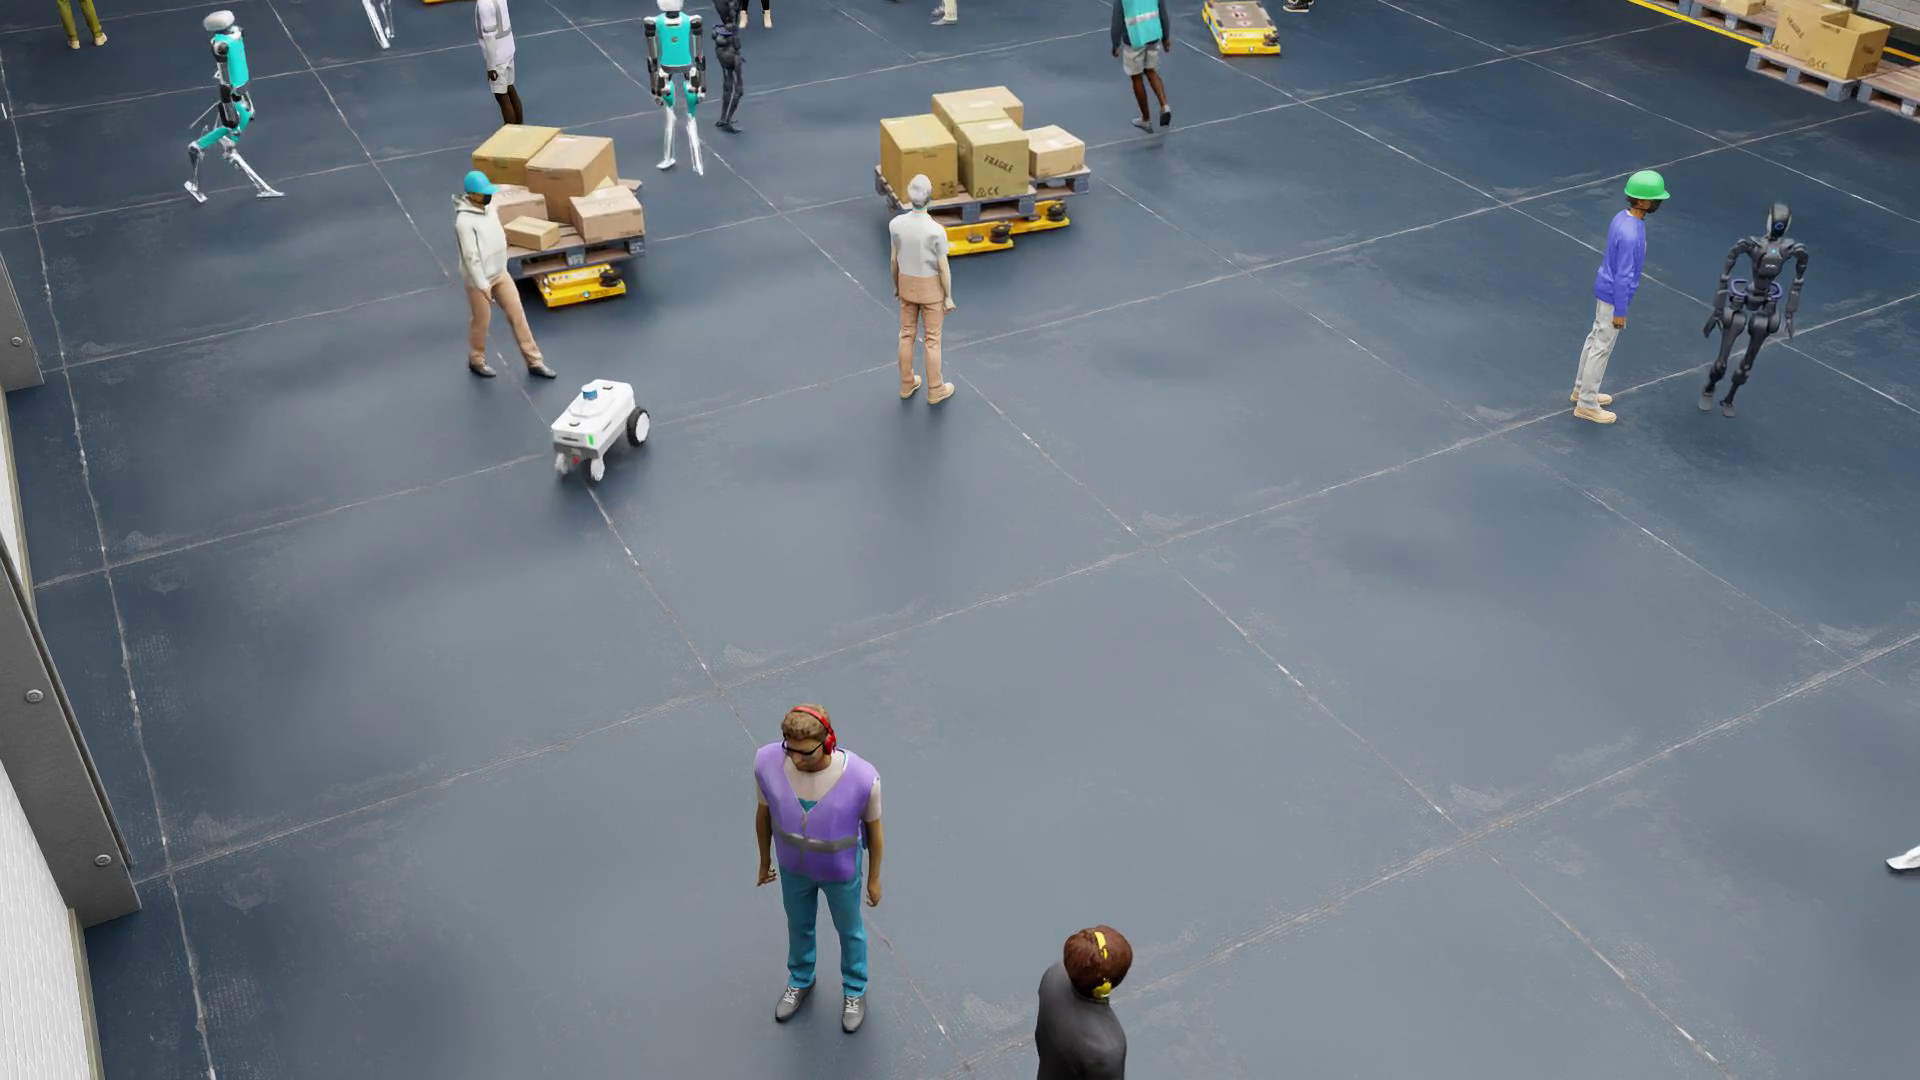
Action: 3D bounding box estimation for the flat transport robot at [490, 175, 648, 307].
[{"bbox_3d":[-3.359,-2.403,14.147,0.659,0.231,1.431,-15,38,-20],"label":"flat transport robot"}]

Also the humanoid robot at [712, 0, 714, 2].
[{"bbox_3d":[-2.750,-7.307,19.885,0.612,1.786,0.840,9,36,13],"label":"humanoid robot"}]

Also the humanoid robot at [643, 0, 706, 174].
[{"bbox_3d":[-2.640,-4.287,15.548,0.542,1.754,0.772,-5,35,-8],"label":"humanoid robot"}]

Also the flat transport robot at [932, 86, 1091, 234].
[{"bbox_3d":[0.434,-3.187,15.266,0.659,0.231,1.431,-11,37,-16],"label":"flat transport robot"}]

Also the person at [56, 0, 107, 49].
[{"bbox_3d":[-9.993,-6.412,18.505,0.535,1.835,0.353,-15,38,-20],"label":"person"}]

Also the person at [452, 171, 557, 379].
[{"bbox_3d":[-3.458,-1.934,12.271,0.684,1.644,0.478,16,38,22],"label":"person"}]

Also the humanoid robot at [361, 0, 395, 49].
[{"bbox_3d":[-6.530,-6.331,18.545,0.536,1.875,0.832,-16,38,-21],"label":"humanoid robot"}]

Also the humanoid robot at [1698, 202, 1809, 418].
[{"bbox_3d":[5.637,-1.617,11.797,0.591,1.652,0.338,7,36,10],"label":"humanoid robot"}]

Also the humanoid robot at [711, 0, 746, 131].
[{"bbox_3d":[-2.299,-4.909,16.503,0.353,1.649,0.590,-11,36,-15],"label":"humanoid robot"}]

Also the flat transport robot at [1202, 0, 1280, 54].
[{"bbox_3d":[3.230,-5.920,19.168,0.659,0.231,1.431,-1,35,-2],"label":"flat transport robot"}]

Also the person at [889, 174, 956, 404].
[{"bbox_3d":[-0.269,-1.807,12.004,0.491,1.749,0.314,16,38,22],"label":"person"}]

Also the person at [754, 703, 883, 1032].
[{"bbox_3d":[-0.610,1.418,7.317,0.569,1.843,0.374,8,36,11],"label":"person"}]

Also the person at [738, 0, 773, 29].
[{"bbox_3d":[-2.391,-6.725,19.071,0.540,1.695,0.315,-2,35,-3],"label":"person"}]

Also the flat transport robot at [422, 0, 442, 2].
[{"bbox_3d":[-6.547,-7.018,20.735,0.659,0.231,1.431,-18,39,-24],"label":"flat transport robot"}]

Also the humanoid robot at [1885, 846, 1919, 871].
[{"bbox_3d":[5.188,1.022,8.001,0.896,1.783,0.570,2,35,3],"label":"humanoid robot"}]

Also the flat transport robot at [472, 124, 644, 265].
[{"bbox_3d":[-3.483,-2.693,14.560,0.659,0.231,1.431,6,36,9],"label":"flat transport robot"}]

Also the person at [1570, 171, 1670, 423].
[{"bbox_3d":[4.663,-1.727,11.787,0.341,1.873,0.460,8,36,11],"label":"person"}]

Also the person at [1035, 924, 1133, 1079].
[{"bbox_3d":[0.453,2.140,6.263,0.355,1.874,0.491,-13,37,-18],"label":"person"}]

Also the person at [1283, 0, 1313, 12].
[{"bbox_3d":[4.105,-7.237,19.582,0.375,1.957,0.609,11,37,16],"label":"person"}]

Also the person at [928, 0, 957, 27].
[{"bbox_3d":[-0.191,-6.890,19.195,0.422,1.832,0.589,2,35,4],"label":"person"}]

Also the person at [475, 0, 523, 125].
[{"bbox_3d":[-4.453,-4.643,15.903,0.381,1.929,0.541,0,35,0],"label":"person"}]

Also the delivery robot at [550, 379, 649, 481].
[{"bbox_3d":[-2.546,-0.812,11.638,0.499,0.609,0.807,9,36,13],"label":"delivery robot"}]

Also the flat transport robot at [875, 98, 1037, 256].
[{"bbox_3d":[-0.056,-2.937,14.909,0.659,0.231,1.431,-10,36,-14],"label":"flat transport robot"}]

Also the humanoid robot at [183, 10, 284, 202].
[{"bbox_3d":[-6.788,-3.865,14.967,0.971,1.764,0.548,0,35,-1],"label":"humanoid robot"}]

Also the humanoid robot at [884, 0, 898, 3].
[{"bbox_3d":[-0.628,-7.274,19.909,0.748,1.623,0.616,-2,35,-3],"label":"humanoid robot"}]

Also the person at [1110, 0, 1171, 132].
[{"bbox_3d":[1.779,-4.936,16.344,0.572,1.895,0.648,-17,39,-23],"label":"person"}]
